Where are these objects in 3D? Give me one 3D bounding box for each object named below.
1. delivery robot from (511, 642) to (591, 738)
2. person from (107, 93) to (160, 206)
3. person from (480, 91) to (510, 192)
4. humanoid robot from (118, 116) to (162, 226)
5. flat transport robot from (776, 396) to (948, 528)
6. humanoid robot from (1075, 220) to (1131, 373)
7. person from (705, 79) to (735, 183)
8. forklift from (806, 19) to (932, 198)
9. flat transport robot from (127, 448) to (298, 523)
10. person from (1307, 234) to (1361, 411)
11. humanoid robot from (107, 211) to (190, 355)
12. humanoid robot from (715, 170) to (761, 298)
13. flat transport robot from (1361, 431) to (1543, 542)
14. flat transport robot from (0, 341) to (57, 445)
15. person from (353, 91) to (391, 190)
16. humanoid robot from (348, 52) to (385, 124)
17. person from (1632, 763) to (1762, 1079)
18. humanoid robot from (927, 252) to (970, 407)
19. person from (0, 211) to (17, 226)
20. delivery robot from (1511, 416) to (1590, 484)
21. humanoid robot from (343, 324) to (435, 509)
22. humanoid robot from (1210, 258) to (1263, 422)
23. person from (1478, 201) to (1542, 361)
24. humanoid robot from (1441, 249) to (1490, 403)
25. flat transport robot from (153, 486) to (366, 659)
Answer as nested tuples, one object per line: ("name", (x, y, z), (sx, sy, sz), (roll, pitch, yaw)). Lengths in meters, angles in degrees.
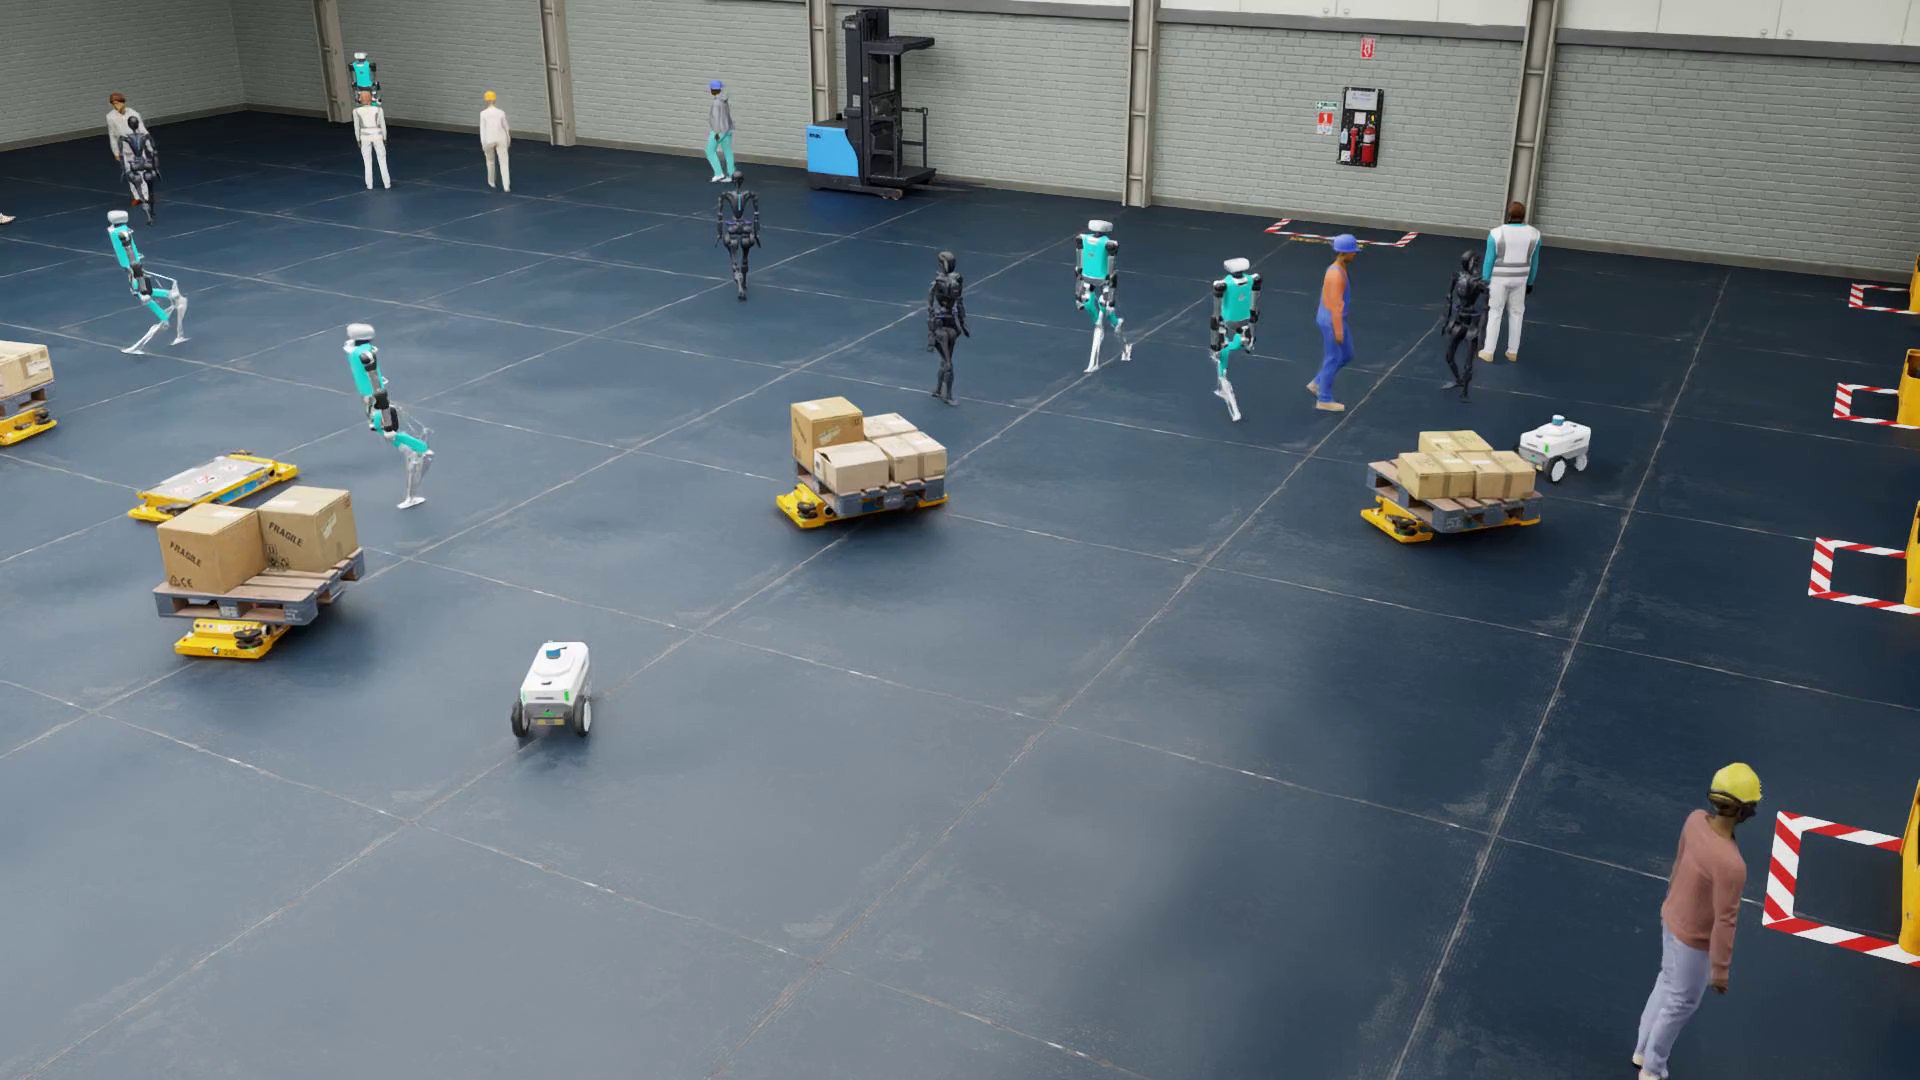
("delivery robot", (-2.781, 1.004, 11.452), (0.499, 0.585, 0.765), (0, 23, -1))
("person", (-13.399, -6.323, 26.931), (0.610, 1.818, 0.393), (-12, 26, -26))
("person", (-7.836, -6.726, 28.069), (0.484, 1.646, 0.866), (-7, 24, -17))
("humanoid robot", (-12.733, -5.740, 25.784), (0.589, 1.630, 0.758), (-18, 29, -35))
("flat transport robot", (-0.867, -0.393, 15.078), (1.431, 0.231, 0.659), (-11, 26, -24))
("humanoid robot", (1.697, -2.780, 18.823), (0.553, 1.804, 0.901), (17, 28, 34))
("person", (-4.135, -7.021, 28.617), (0.512, 1.764, 0.530), (8, 25, 18))
("forklift", (-1.573, -7.292, 27.850), (1.873, 2.768, 1.129), (12, 26, 25))
("flat transport robot", (-6.858, -0.488, 15.298), (0.659, 0.231, 1.431), (8, 25, 19))
("person", (3.946, -2.259, 17.372), (0.433, 1.894, 0.526), (8, 25, 18))
("humanoid robot", (-9.304, -2.967, 19.207), (1.001, 1.729, 0.547), (-18, 29, -35))
("humanoid robot", (-2.905, -4.006, 21.791), (0.609, 1.645, 0.788), (-8, 24, -17))
("flat transport robot", (4.360, -0.253, 14.751), (1.431, 0.231, 0.659), (-8, 25, -18))
("flat transport robot", (-10.051, -1.209, 16.978), (1.431, 0.231, 0.659), (7, 24, 15))
("person", (-9.981, -6.778, 28.220), (0.512, 1.632, 0.316), (-6, 24, -14))
("humanoid robot", (-11.417, -8.604, 32.233), (0.530, 1.705, 0.754), (0, 23, 1))
("person", (3.537, 1.878, 7.926), (0.376, 1.747, 0.620), (1, 23, 2))
("humanoid robot", (-0.112, -2.253, 17.643), (0.550, 1.640, 0.614), (18, 29, 35))
("person", (-15.076, -5.672, 25.382), (0.938, 1.825, 0.545), (4, 23, 8))
("delivery robot", (5.653, -0.877, 15.867), (0.817, 0.614, 0.499), (-16, 28, -32))
("humanoid robot", (-5.030, -1.067, 14.892), (0.753, 1.856, 0.538), (-17, 28, -34))
("humanoid robot", (2.718, -2.131, 17.289), (0.566, 1.765, 0.996), (-8, 24, -18))
("person", (6.272, -2.959, 19.061), (0.632, 1.839, 0.429), (-1, 23, -2))
("humanoid robot", (5.444, -2.309, 17.764), (0.470, 1.647, 0.605), (-15, 28, -32))
("flat transport robot", (-5.413, 0.516, 12.961), (0.659, 0.231, 1.431), (3, 23, 7))
